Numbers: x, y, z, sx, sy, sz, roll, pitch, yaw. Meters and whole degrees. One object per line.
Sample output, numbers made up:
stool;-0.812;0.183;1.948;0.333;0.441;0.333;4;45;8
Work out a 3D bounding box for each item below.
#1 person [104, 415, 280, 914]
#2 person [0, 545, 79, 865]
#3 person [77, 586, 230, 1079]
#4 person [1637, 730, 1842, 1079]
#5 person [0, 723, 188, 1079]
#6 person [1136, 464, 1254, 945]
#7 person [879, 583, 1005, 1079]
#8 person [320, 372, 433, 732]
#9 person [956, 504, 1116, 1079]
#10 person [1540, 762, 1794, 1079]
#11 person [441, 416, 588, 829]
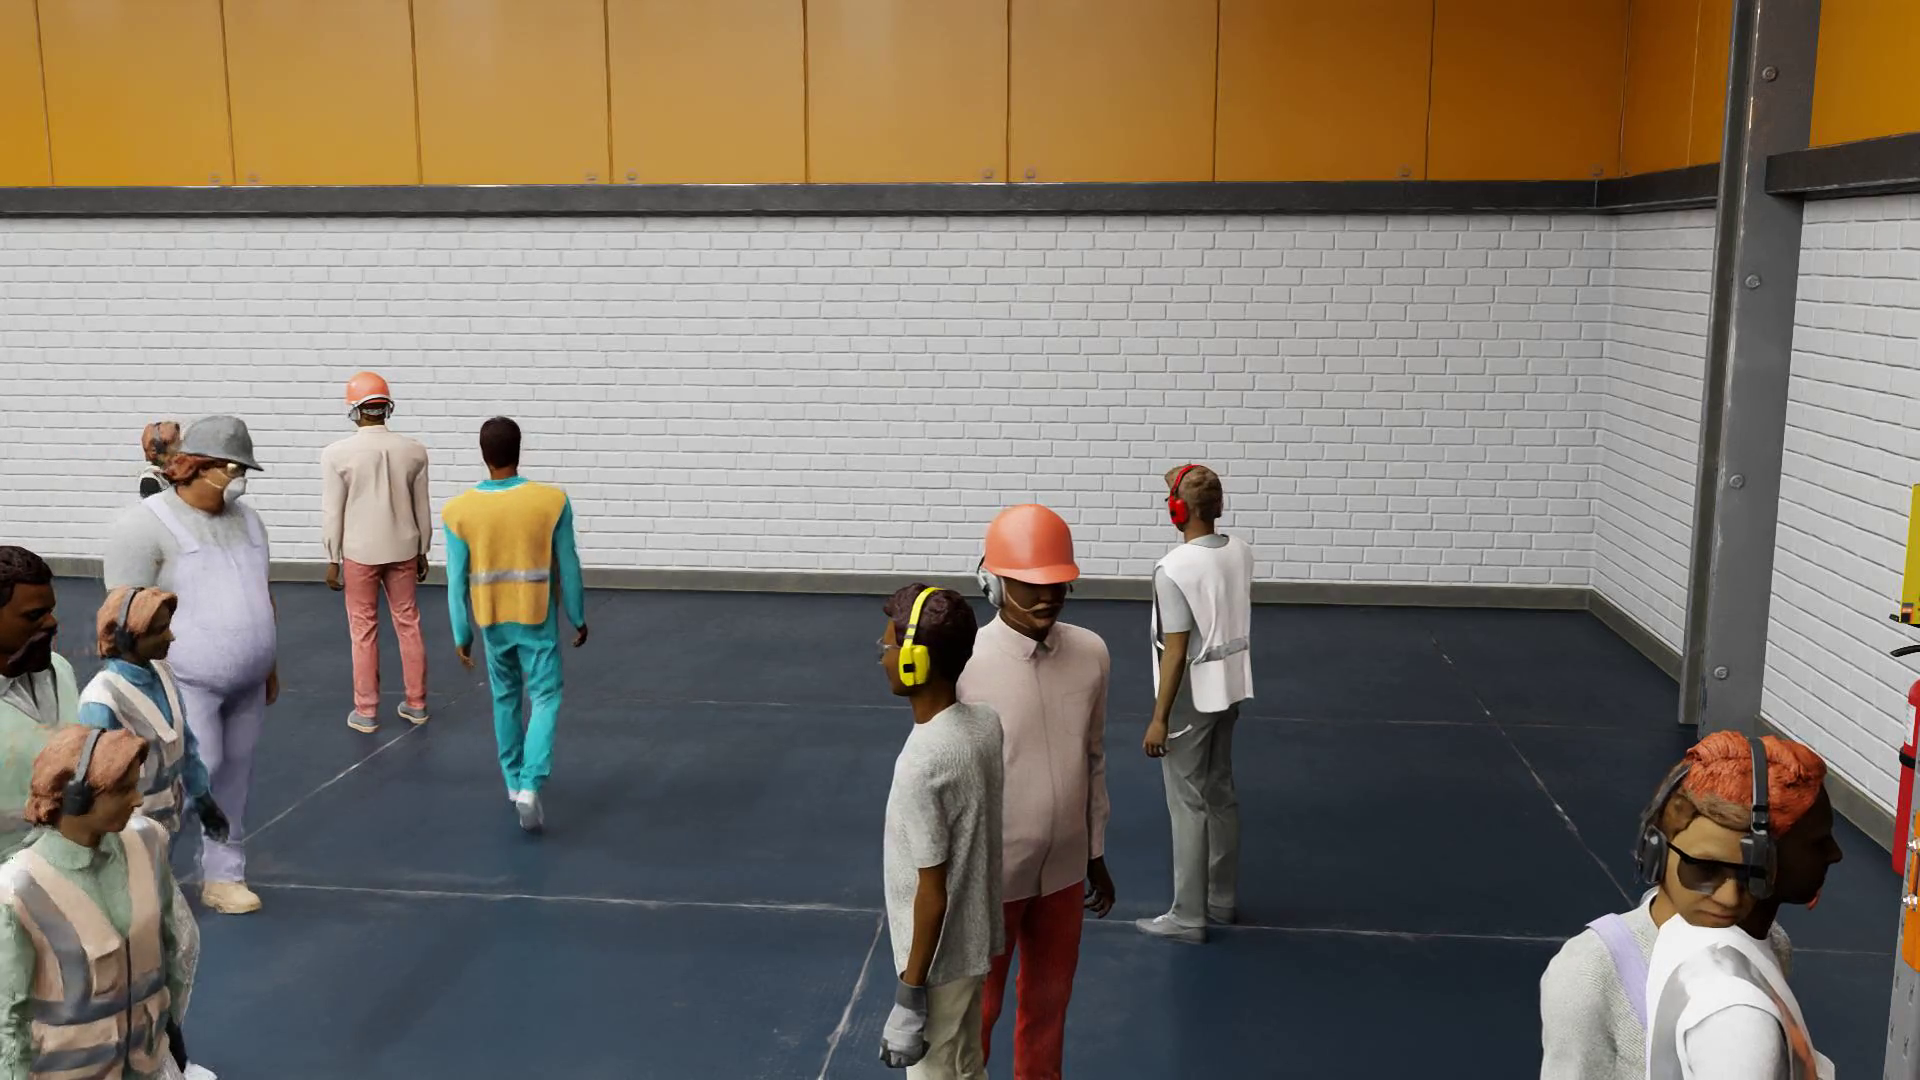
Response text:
person;-2.960;0.491;6.601;0.538;2.000;0.701;5;11;27
person;-2.454;0.953;4.343;0.398;1.911;0.586;0;10;0
person;-2.540;0.940;5.240;0.542;1.618;0.544;-1;10;-8
person;1.253;1.238;2.779;0.356;1.883;0.573;2;10;10
person;-1.920;1.205;3.704;0.374;1.623;0.550;3;10;19
person;0.923;0.629;6.376;0.373;1.841;0.571;8;13;39
person;-0.055;1.026;4.031;0.310;1.868;0.532;3;11;19
person;-3.223;0.065;9.214;0.608;1.986;0.399;-9;14;-43
person;0.170;0.883;4.485;0.622;1.992;0.395;-7;12;-33
person;1.189;1.247;2.839;0.517;1.841;0.325;-4;11;-24
person;-2.067;0.368;7.735;0.604;1.892;0.875;0;10;0
